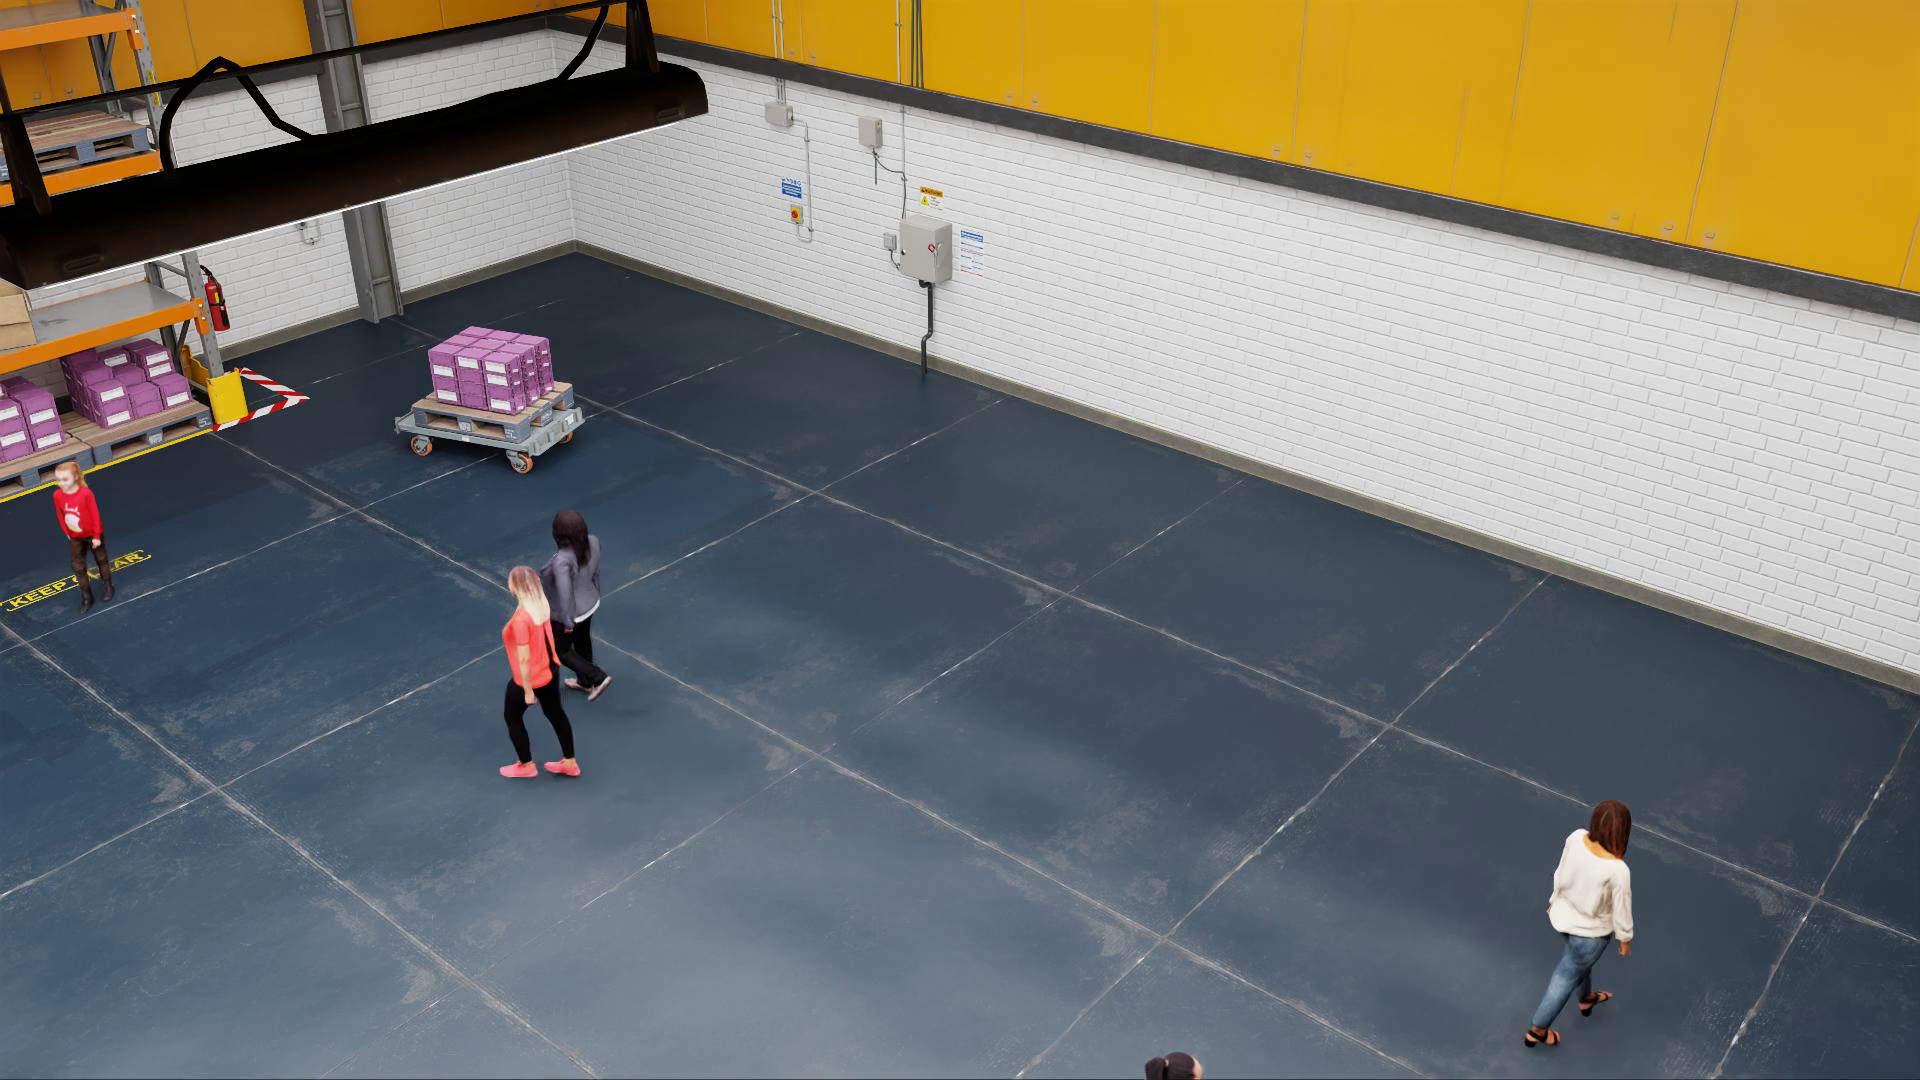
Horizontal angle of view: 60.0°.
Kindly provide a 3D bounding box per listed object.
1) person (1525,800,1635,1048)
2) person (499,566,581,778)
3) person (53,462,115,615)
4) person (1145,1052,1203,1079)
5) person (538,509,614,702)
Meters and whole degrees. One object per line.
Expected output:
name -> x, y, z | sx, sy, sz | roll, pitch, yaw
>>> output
person -> 3.365, 2.154, 9.197 | 1.022, 1.660, 0.897 | -10, 30, -18
person -> -2.816, 0.947, 11.393 | 0.851, 1.676, 0.827 | 6, 29, 11
person -> -7.187, -0.081, 13.706 | 0.718, 1.265, 0.757 | -6, 29, -11
person -> 0.962, 2.993, 7.626 | 0.630, 1.691, 0.622 | -10, 30, -18
person -> -2.796, 0.509, 12.291 | 0.862, 1.584, 0.814 | 10, 30, 17
